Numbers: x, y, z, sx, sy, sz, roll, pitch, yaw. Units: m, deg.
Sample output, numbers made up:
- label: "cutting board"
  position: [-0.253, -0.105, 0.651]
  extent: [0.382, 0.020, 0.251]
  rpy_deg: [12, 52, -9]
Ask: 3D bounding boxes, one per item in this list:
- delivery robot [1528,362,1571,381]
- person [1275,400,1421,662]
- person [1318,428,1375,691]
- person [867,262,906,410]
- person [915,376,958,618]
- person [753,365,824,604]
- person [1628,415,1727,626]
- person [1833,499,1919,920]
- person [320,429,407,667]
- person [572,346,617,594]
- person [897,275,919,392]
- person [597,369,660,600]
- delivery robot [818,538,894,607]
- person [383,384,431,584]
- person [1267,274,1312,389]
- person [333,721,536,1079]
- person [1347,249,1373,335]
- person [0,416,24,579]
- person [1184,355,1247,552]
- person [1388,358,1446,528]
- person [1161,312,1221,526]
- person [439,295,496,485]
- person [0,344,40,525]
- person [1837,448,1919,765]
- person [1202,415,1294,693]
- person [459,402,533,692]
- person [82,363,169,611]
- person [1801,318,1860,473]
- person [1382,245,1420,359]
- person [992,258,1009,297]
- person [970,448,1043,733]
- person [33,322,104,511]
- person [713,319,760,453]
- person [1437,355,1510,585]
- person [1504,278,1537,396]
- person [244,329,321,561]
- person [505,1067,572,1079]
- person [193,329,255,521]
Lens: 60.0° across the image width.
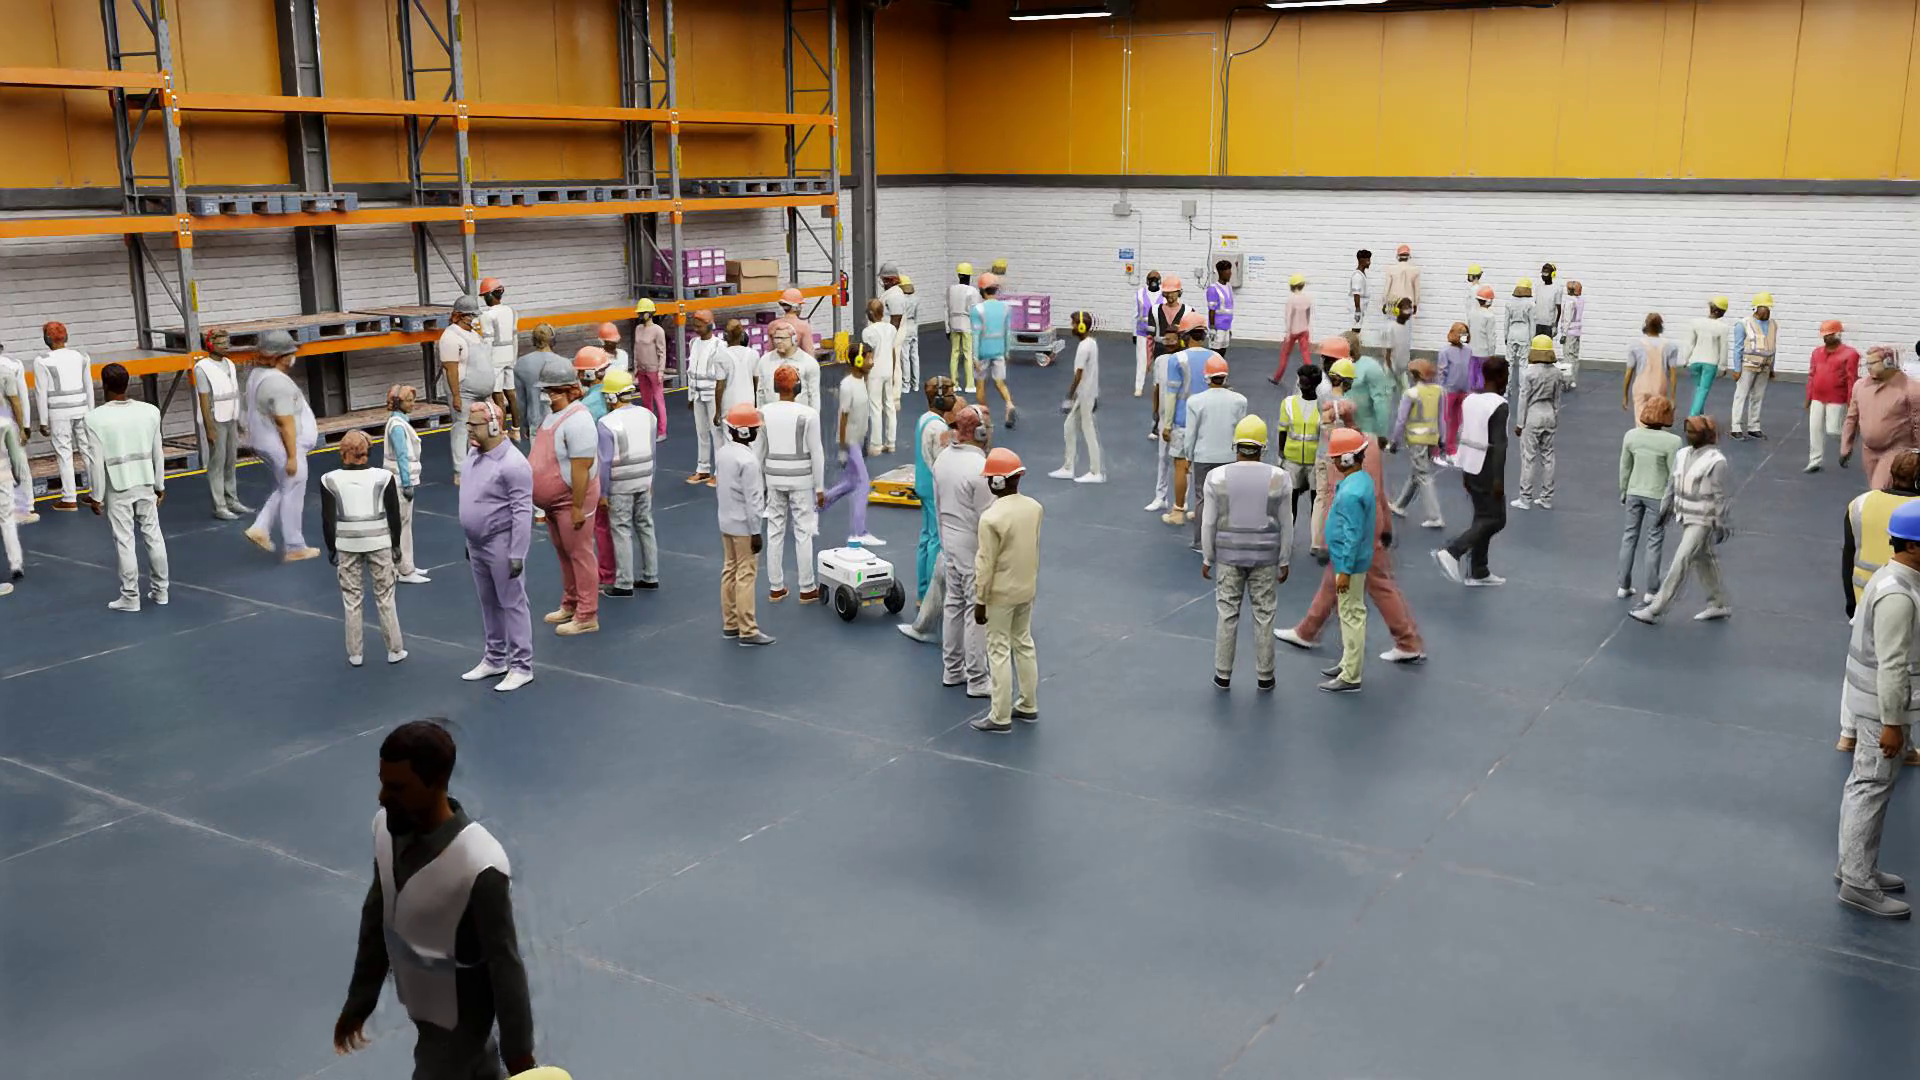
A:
- label: "delivery robot"
  position: [8.740, -2.512, 24.753]
  extent: [0.707, 0.478, 0.477]
  rpy_deg: [-6, 14, -26]
- label: "person"
  position: [2.742, -0.053, 11.540]
  extent: [1.079, 1.824, 0.649]
  rpy_deg: [6, 14, 23]
- label: "person"
  position: [2.527, 0.128, 10.903]
  extent: [0.346, 1.741, 0.562]
  rpy_deg: [4, 14, 18]
- label: "person"
  position: [-1.021, -2.831, 23.084]
  extent: [0.537, 2.000, 0.700]
  rpy_deg: [-2, 13, -8]
- label: "person"
  position: [-0.170, -0.331, 12.667]
  extent: [0.329, 1.844, 0.517]
  rpy_deg: [-4, 14, -17]
- label: "person"
  position: [-1.328, -0.430, 13.019]
  extent: [0.574, 1.884, 0.355]
  rpy_deg: [4, 13, 16]
- label: "person"
  position: [5.434, -0.146, 12.413]
  extent: [0.880, 1.584, 0.542]
  rpy_deg: [-2, 13, -10]
- label: "person"
  position: [4.311, 0.762, 7.705]
  extent: [0.388, 1.947, 0.611]
  rpy_deg: [7, 14, 26]
- label: "person"
  position: [-4.089, 0.063, 11.408]
  extent: [0.515, 1.641, 0.315]
  rpy_deg: [-2, 13, -11]
- label: "person"
  position: [-2.896, -0.562, 13.365]
  extent: [0.406, 1.987, 0.615]
  rpy_deg: [3, 13, 13]
- label: "person"
  position: [-0.811, -3.071, 24.789]
  extent: [0.304, 1.740, 0.485]
  rpy_deg: [10, 16, 36]
- label: "person"
  position: [-2.651, -0.443, 13.215]
  extent: [0.404, 1.823, 0.590]
  rpy_deg: [9, 16, 33]
- label: "delivery robot"
  position: [-0.812, 0.232, 12.850]
  extent: [0.477, 0.478, 0.707]
  rpy_deg: [-8, 15, -31]
- label: "person"
  position: [-4.577, -0.461, 13.696]
  extent: [0.314, 1.635, 0.514]
  rpy_deg: [-4, 14, -18]
- label: "person"
  position: [5.061, -3.152, 25.165]
  extent: [0.545, 1.714, 0.923]
  rpy_deg: [-7, 15, -28]
- label: "person"
  position: [-1.565, 1.424, 5.029]
  extent: [1.021, 1.868, 0.595]
  rpy_deg: [-12, 17, -41]
- label: "person"
  position: [6.679, -3.887, 27.858]
  extent: [0.381, 1.958, 0.601]
  rpy_deg: [4, 13, 16]
- label: "person"
  position: [-8.086, -0.479, 13.854]
  extent: [0.520, 1.596, 0.854]
  rpy_deg: [-9, 16, -35]
- label: "person"
  position: [2.252, -0.760, 14.721]
  extent: [0.562, 1.756, 0.318]
  rpy_deg: [-1, 13, -6]
- label: "person"
  position: [4.356, -0.933, 15.834]
  extent: [0.514, 1.587, 0.854]
  rpy_deg: [-9, 16, -33]
- label: "person"
  position: [2.191, -1.142, 15.800]
  extent: [0.614, 2.029, 0.410]
  rpy_deg: [-7, 15, -26]
- label: "person"
  position: [-5.235, -1.613, 17.802]
  extent: [0.535, 2.000, 0.679]
  rpy_deg: [2, 13, 9]
- label: "person"
  position: [-9.115, -1.047, 15.777]
  extent: [0.509, 1.846, 0.342]
  rpy_deg: [0, 13, 2]
- label: "person"
  position: [5.401, 0.380, 9.595]
  extent: [0.429, 1.843, 0.631]
  rpy_deg: [-7, 15, -26]
- label: "person"
  position: [1.868, 0.097, 10.838]
  extent: [0.587, 1.834, 0.403]
  rpy_deg: [2, 13, 9]
- label: "person"
  position: [-3.073, 0.038, 10.931]
  extent: [0.636, 1.911, 0.405]
  rpy_deg: [12, 17, 41]
- label: "person"
  position: [-6.412, -0.405, 12.830]
  extent: [0.392, 1.919, 0.591]
  rpy_deg: [8, 15, 32]
- label: "person"
  position: [9.664, -1.598, 18.427]
  extent: [0.569, 1.723, 0.580]
  rpy_deg: [-6, 14, -26]
- label: "person"
  position: [7.575, -4.073, 28.607]
  extent: [0.624, 1.983, 0.413]
  rpy_deg: [0, 13, 0]
- label: "person"
  position: [0.674, -4.046, 29.057]
  extent: [0.384, 1.719, 0.489]
  rpy_deg: [0, 13, 2]
- label: "person"
  position: [0.271, 0.300, 10.151]
  extent: [0.344, 1.743, 0.564]
  rpy_deg: [10, 16, 37]
- label: "person"
  position: [-8.858, -1.228, 16.506]
  extent: [0.356, 1.876, 0.575]
  rpy_deg: [7, 15, 29]
- label: "person"
  position: [-2.285, -1.339, 17.043]
  extent: [0.505, 1.846, 0.346]
  rpy_deg: [-8, 15, -30]
- label: "person"
  position: [4.191, -0.548, 13.494]
  extent: [0.546, 1.894, 0.630]
  rpy_deg: [-2, 13, -9]
- label: "person"
  position: [8.165, -2.942, 24.238]
  extent: [0.484, 1.736, 0.306]
  rpy_deg: [12, 17, 41]
- label: "person"
  position: [-5.834, -0.820, 14.361]
  extent: [0.566, 2.000, 0.707]
  rpy_deg: [-11, 17, -41]
- label: "person"
  position: [-0.835, 1.872, 3.314]
  extent: [0.339, 1.761, 0.524]
  rpy_deg: [-5, 14, -20]
- label: "person"
  position: [-7.157, -1.123, 16.104]
  extent: [0.390, 1.846, 0.563]
  rpy_deg: [1, 13, 5]
